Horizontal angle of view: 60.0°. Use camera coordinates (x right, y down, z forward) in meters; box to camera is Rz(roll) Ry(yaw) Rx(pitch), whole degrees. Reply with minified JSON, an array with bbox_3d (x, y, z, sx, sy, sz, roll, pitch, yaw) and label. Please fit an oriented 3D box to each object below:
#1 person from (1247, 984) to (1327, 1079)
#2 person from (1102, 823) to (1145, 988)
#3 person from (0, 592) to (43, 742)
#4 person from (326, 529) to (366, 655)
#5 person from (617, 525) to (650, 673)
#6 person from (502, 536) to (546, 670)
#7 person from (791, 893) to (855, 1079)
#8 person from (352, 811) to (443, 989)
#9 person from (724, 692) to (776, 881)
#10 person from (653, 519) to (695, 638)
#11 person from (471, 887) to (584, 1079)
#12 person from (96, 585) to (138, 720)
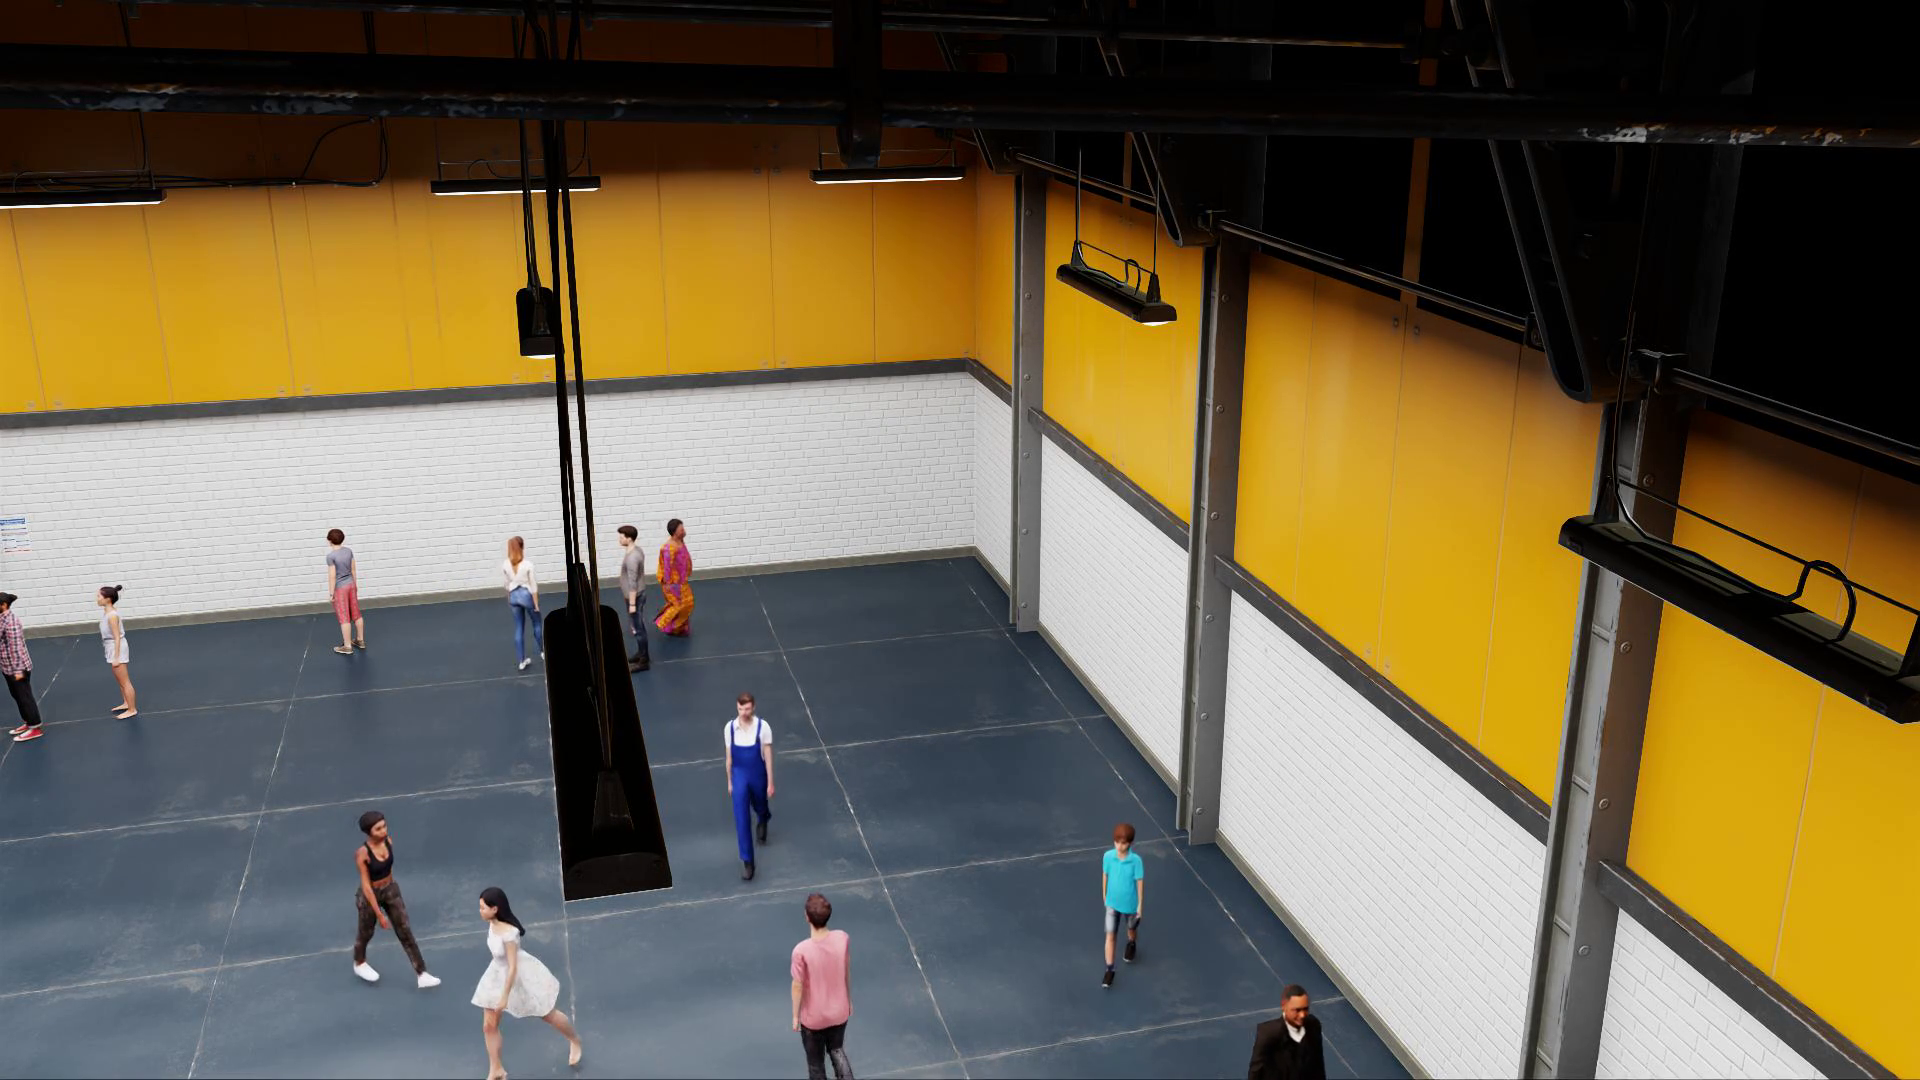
[{"bbox_3d":[2.219,3.874,11.550,0.831,1.857,1.306,-7,20,-20],"label":"person"},{"bbox_3d":[1.445,3.107,14.507,0.852,1.423,1.021,5,19,16],"label":"person"},{"bbox_3d":[-10.779,1.422,18.985,0.721,1.759,0.834,17,25,41],"label":"person"},{"bbox_3d":[-7.944,0.646,21.459,0.726,1.651,0.673,12,22,31],"label":"person"},{"bbox_3d":[-4.067,0.715,20.860,0.752,1.902,0.538,-3,19,-8],"label":"person"},{"bbox_3d":[-5.523,0.807,20.888,0.847,1.709,0.971,4,19,11],"label":"person"},{"bbox_3d":[-0.971,3.554,12.358,0.813,1.948,0.986,-12,22,-32],"label":"person"},{"bbox_3d":[-5.039,3.082,14.224,1.148,1.651,1.109,10,21,27],"label":"person"},{"bbox_3d":[-2.038,2.307,16.262,0.838,1.820,1.291,0,19,-1],"label":"person"},{"bbox_3d":[-3.793,0.505,21.864,0.859,1.659,0.844,1,19,4],"label":"person"},{"bbox_3d":[-3.380,3.477,12.954,1.131,1.713,1.017,16,25,40],"label":"person"},{"bbox_3d":[-9.931,1.300,19.587,0.698,1.606,0.586,-12,22,-32],"label":"person"}]
